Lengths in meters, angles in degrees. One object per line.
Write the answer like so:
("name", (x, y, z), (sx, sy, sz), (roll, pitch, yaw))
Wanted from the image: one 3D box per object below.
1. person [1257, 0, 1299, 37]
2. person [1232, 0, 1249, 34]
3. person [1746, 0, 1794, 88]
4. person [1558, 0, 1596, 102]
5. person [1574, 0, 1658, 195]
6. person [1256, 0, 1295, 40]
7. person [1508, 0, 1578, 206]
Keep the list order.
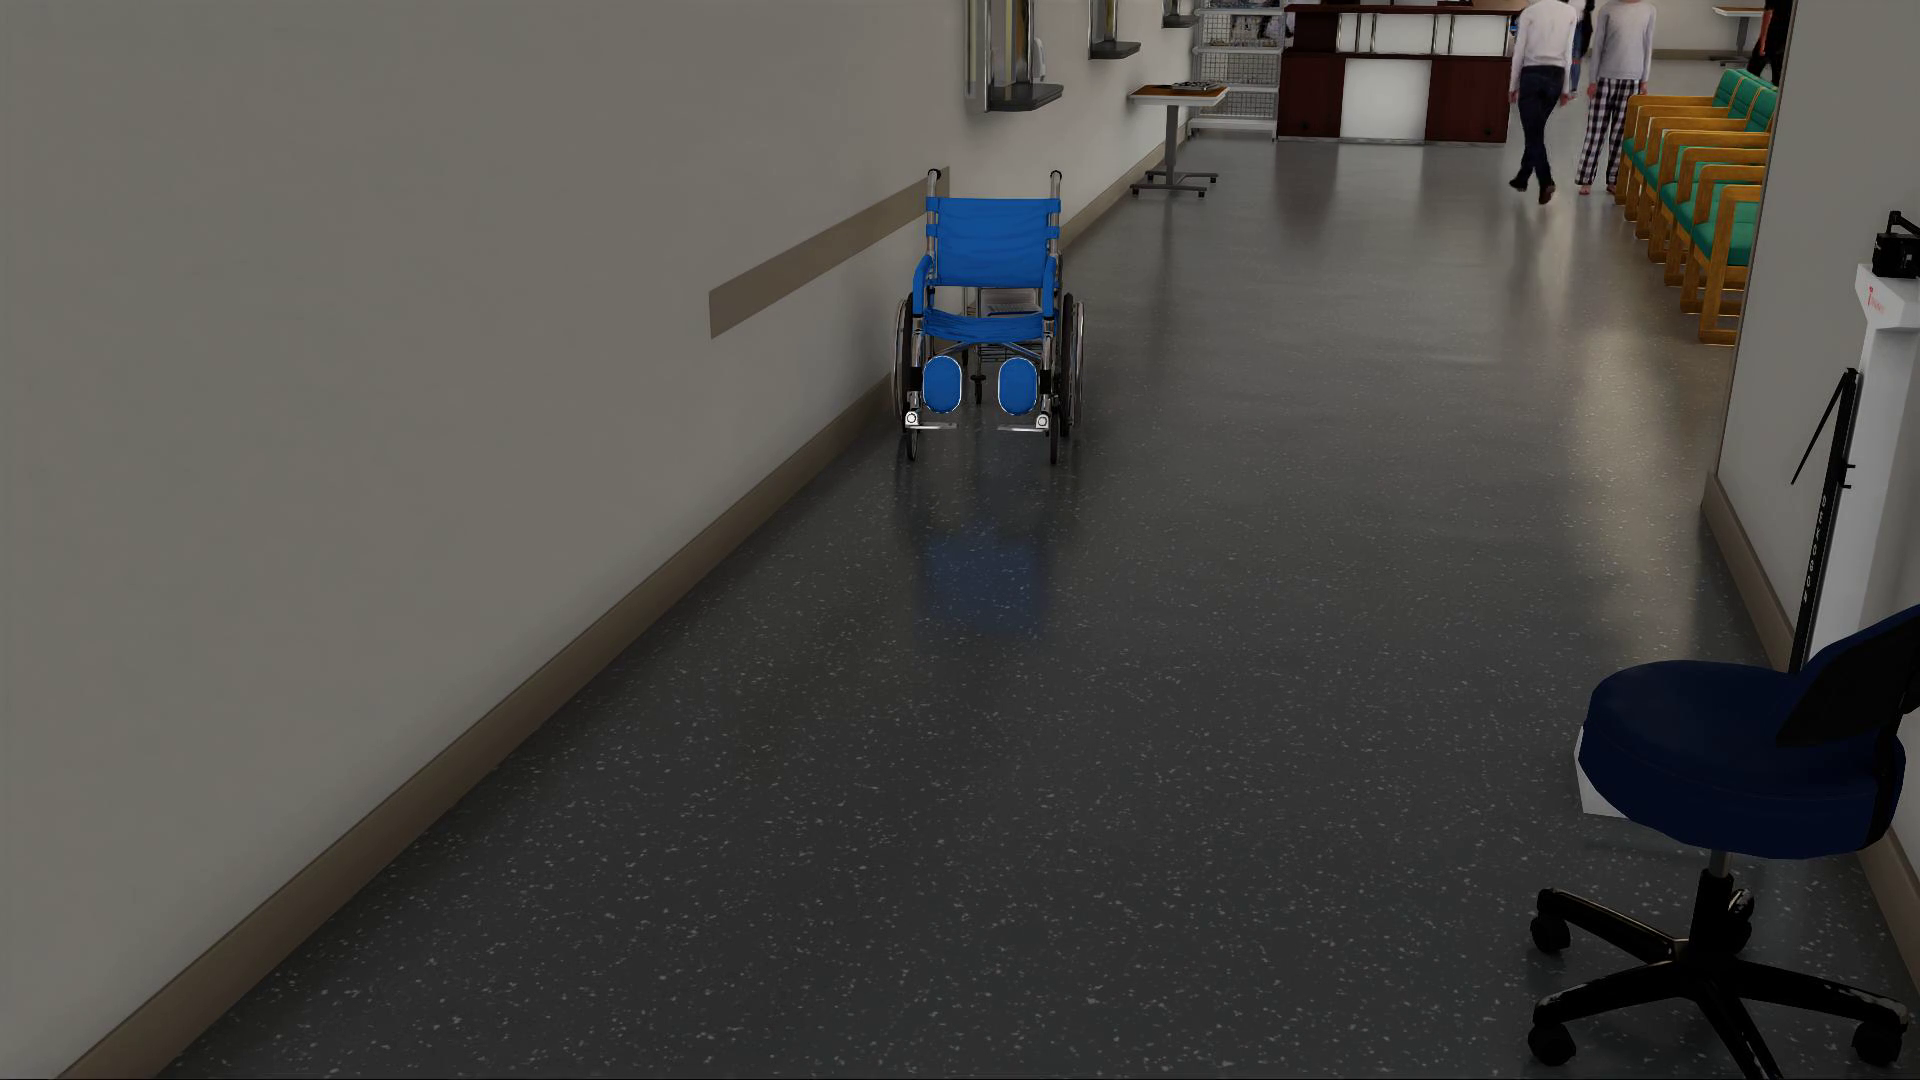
("person", (6.181, -10.294, 30.807), (1.110, 1.888, 0.729), (4, 21, 11))
("person", (5.381, -10.524, 31.823), (0.971, 1.599, 0.868), (-3, 21, -8))
("person", (8.942, -5.407, 18.118), (0.908, 1.737, 0.921), (-5, 21, -13))
("person", (7.491, -6.222, 20.418), (1.023, 1.632, 0.684), (6, 21, 15))
("person", (5.416, -3.790, 13.694), (0.508, 1.847, 0.710), (3, 21, 8))
("person", (5.689, -9.919, 30.065), (1.175, 1.712, 0.918), (-4, 21, -11))
("person", (4.627, -3.594, 13.183), (1.269, 1.843, 0.971), (-1, 21, -3))
